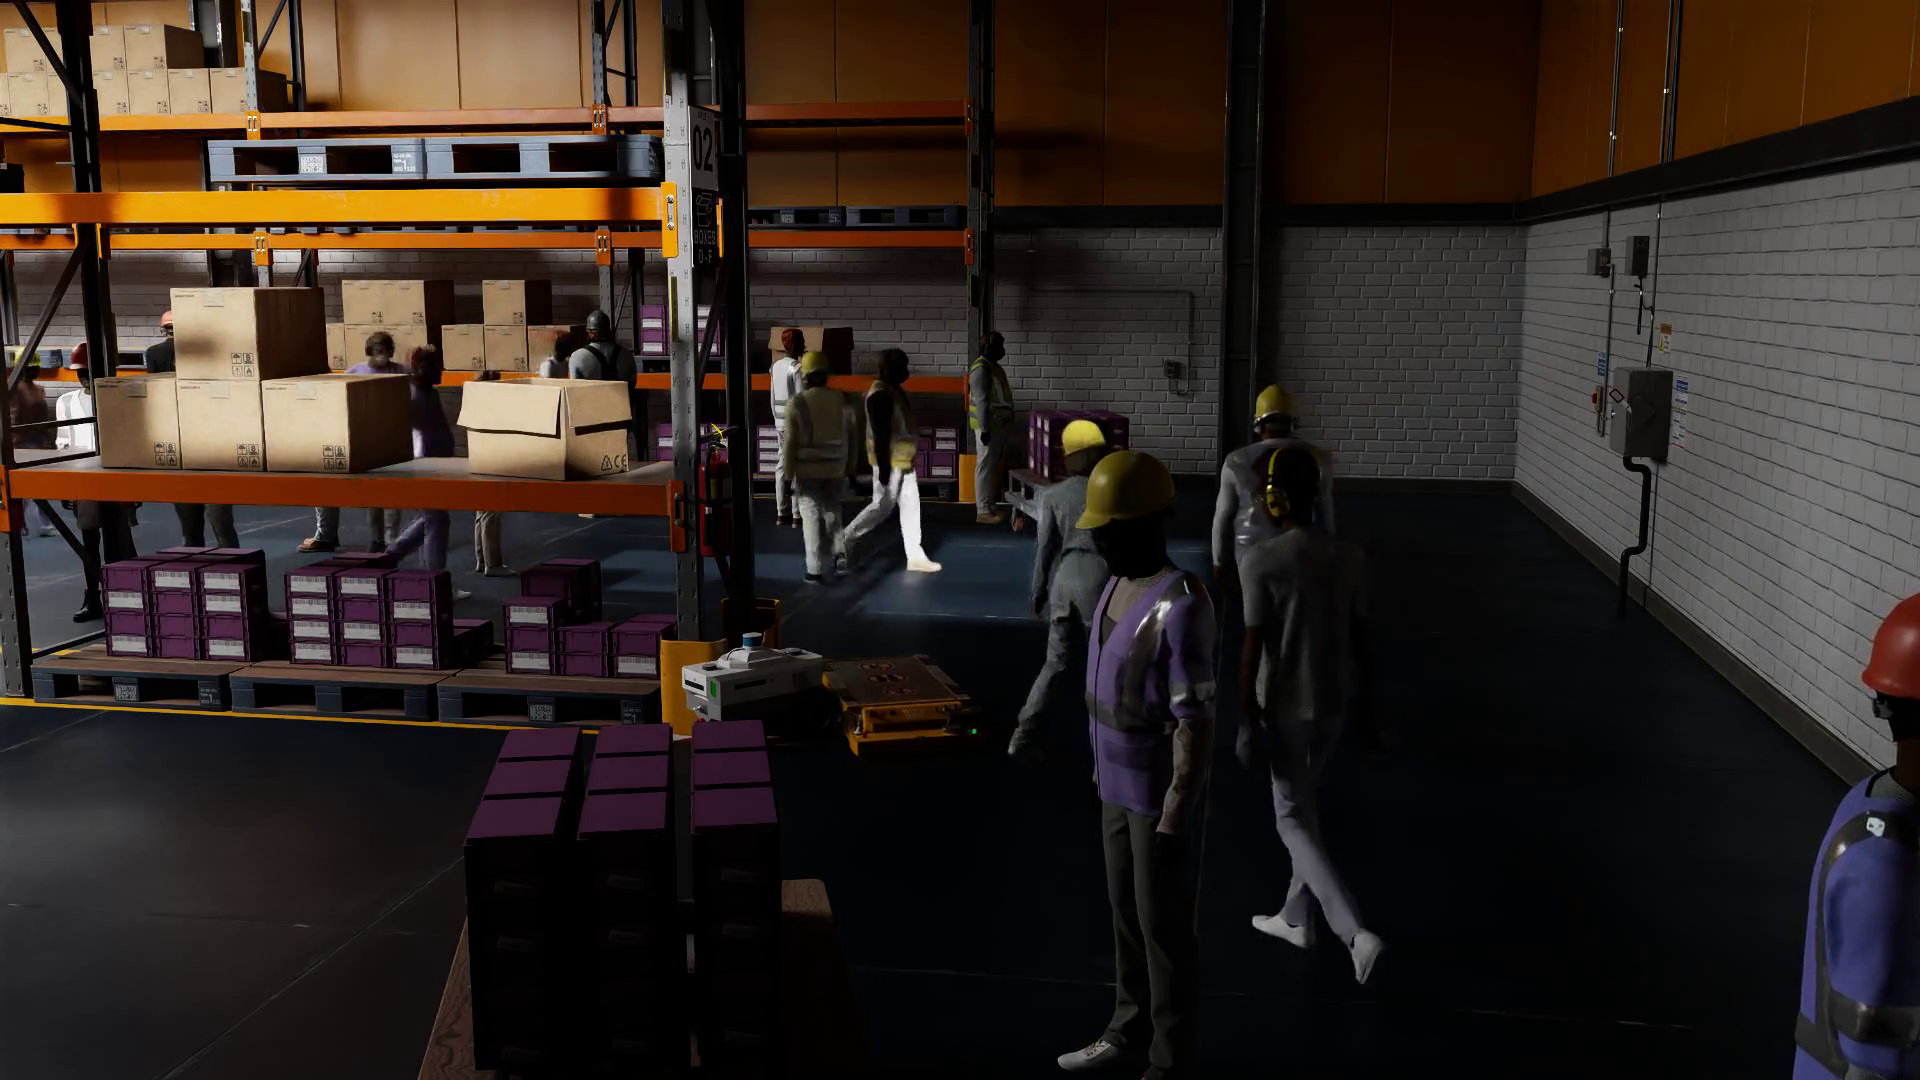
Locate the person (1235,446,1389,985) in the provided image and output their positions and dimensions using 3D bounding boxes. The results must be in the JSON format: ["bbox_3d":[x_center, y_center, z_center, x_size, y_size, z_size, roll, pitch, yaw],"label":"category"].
[{"bbox_3d":[1.222,0.603,5.634,0.556,1.828,0.777,-4,10,-24],"label":"person"}]

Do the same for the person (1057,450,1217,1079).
[{"bbox_3d":[0.507,0.696,4.747,0.381,1.917,0.586,-3,10,-17],"label":"person"}]

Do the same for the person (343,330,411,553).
[{"bbox_3d":[-4.934,-0.810,14.094,0.693,1.919,0.533,-3,10,-16],"label":"person"}]

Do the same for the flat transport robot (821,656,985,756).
[{"bbox_3d":[-0.367,0.849,8.891,0.652,0.197,1.431,-2,9,-14],"label":"flat transport robot"}]

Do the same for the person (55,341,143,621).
[{"bbox_3d":[-5.934,-0.401,11.487,0.551,1.936,0.356,-2,9,-10],"label":"person"}]

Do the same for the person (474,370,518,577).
[{"bbox_3d":[-3.730,-0.529,13.207,0.306,1.639,0.524,-5,10,-28],"label":"person"}]

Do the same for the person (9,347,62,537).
[{"bbox_3d":[-8.337,-0.860,14.916,0.395,1.749,0.587,0,9,-1],"label":"person"}]

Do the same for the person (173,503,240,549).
[{"bbox_3d":[-5.402,-0.463,11.870,0.629,1.940,0.376,1,9,6],"label":"person"}]

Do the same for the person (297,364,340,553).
[{"bbox_3d":[-5.567,-0.860,14.334,0.371,1.941,0.627,-1,9,-8],"label":"person"}]

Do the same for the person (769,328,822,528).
[{"bbox_3d":[-1.567,-1.055,15.720,0.355,1.882,0.576,-8,12,-39],"label":"person"}]

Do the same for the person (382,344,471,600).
[{"bbox_3d":[-3.952,-0.481,12.123,0.590,1.889,0.661,-4,10,-22],"label":"person"}]

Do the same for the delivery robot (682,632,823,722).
[{"bbox_3d":[-1.061,0.719,8.530,0.707,0.478,0.477,-7,12,-39],"label":"delivery robot"}]

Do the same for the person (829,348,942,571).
[{"bbox_3d":[-0.606,-0.636,13.346,0.849,1.813,0.635,2,9,14],"label":"person"}]

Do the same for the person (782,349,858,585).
[{"bbox_3d":[-1.084,-0.549,12.755,0.615,1.822,0.414,-5,10,-27],"label":"person"}]

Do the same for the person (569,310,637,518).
[{"bbox_3d":[-3.546,-1.239,16.373,0.688,2.000,0.539,-7,11,-35],"label":"person"}]

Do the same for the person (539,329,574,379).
[{"bbox_3d":[-4.154,-1.234,17.015,1.030,1.834,0.577,2,9,15],"label":"person"}]

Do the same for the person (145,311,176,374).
[{"bbox_3d":[-8.461,-1.480,18.018,0.619,1.990,0.395,-6,11,-31],"label":"person"}]

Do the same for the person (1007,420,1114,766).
[{"bbox_3d":[0.609,0.281,7.985,0.575,1.712,0.569,6,11,34],"label":"person"}]

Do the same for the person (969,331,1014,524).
[{"bbox_3d":[0.307,-1.086,16.042,0.429,1.843,0.633,2,9,12],"label":"person"}]

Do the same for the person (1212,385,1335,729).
[{"bbox_3d":[1.656,0.069,8.976,0.627,1.800,0.807,0,9,-3],"label":"person"}]

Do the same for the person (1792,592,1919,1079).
[{"bbox_3d":[1.535,1.018,2.686,0.356,1.937,0.552,6,11,32],"label":"person"}]
